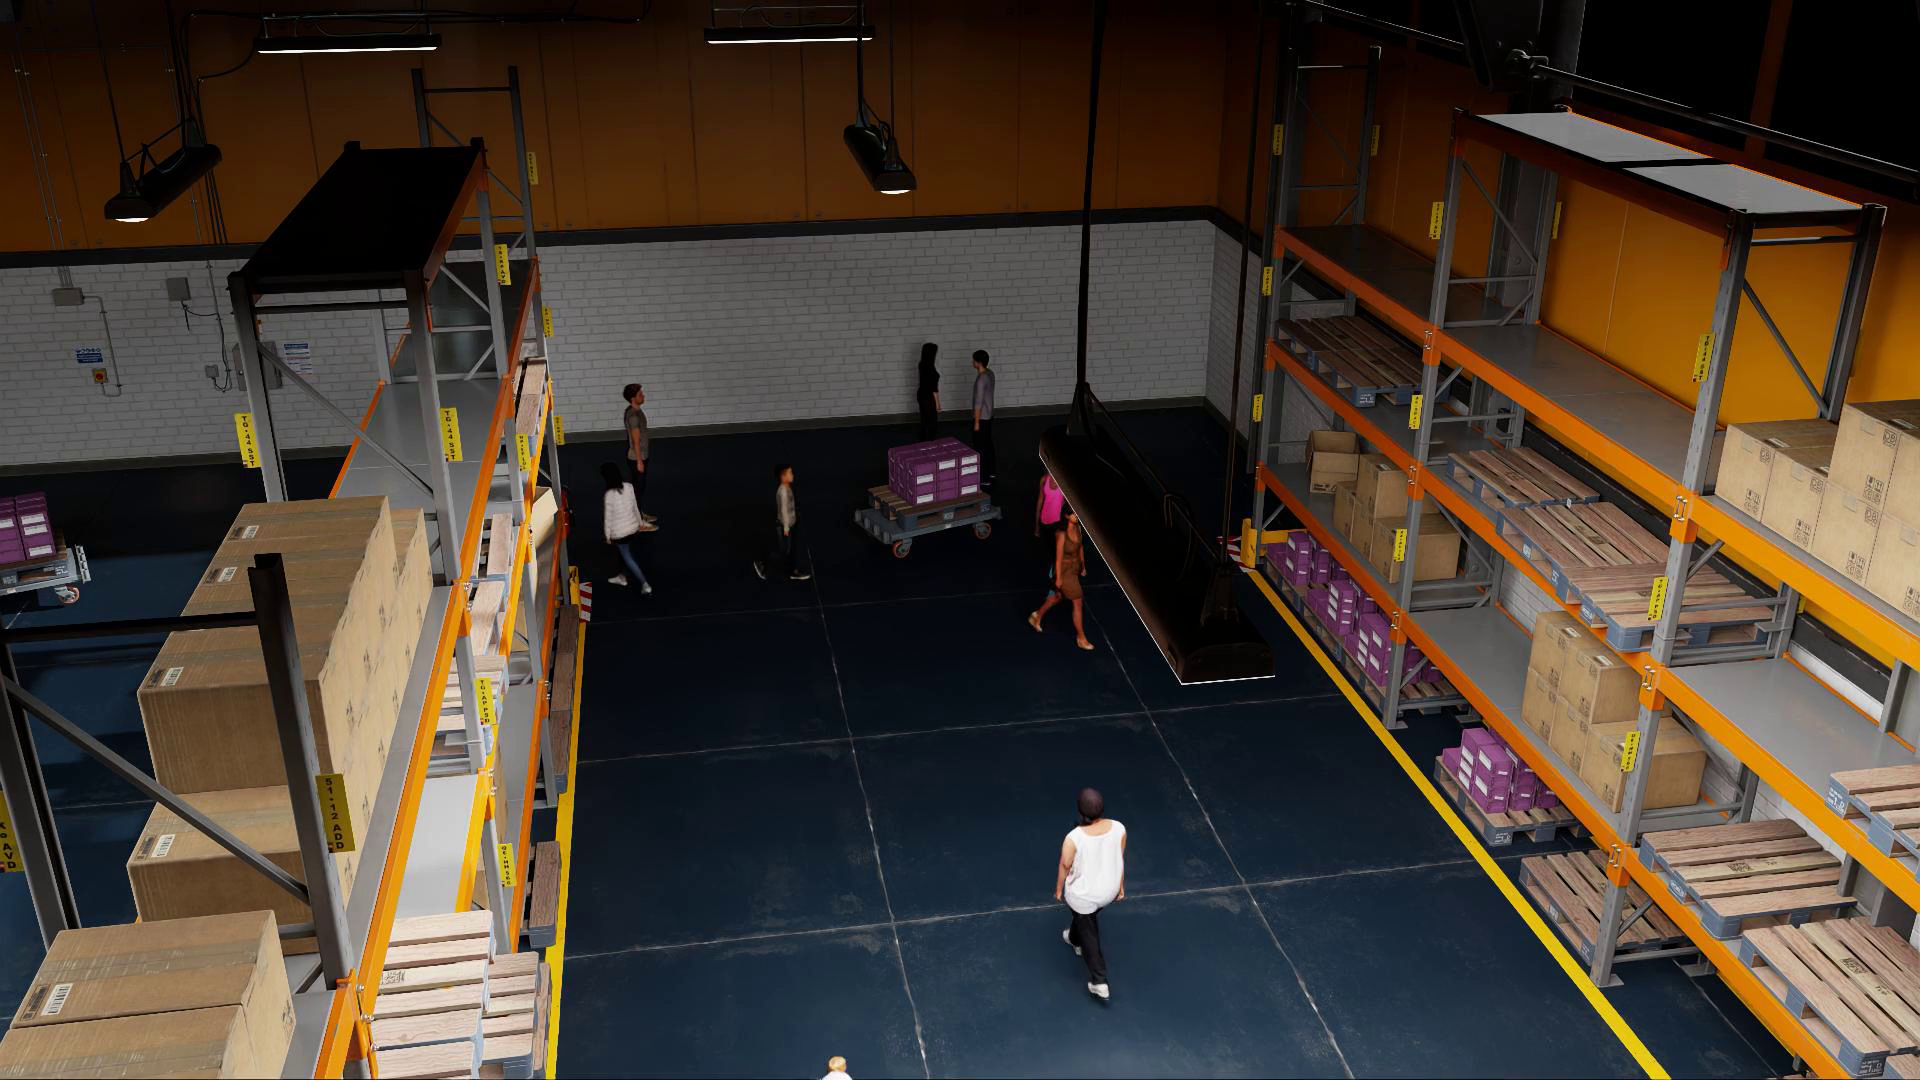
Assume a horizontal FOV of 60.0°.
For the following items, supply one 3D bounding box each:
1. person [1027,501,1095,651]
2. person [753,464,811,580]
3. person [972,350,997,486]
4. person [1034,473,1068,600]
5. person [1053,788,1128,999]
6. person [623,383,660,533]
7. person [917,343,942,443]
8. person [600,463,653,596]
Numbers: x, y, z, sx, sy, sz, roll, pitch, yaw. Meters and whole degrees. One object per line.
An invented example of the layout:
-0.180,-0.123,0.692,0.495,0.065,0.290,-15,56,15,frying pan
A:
1.081,0.357,17.809,1.061,1.654,1.049,13,27,27,person
-2.092,-0.188,19.310,0.711,1.450,0.853,0,24,0,person
0.314,-1.649,22.167,0.781,1.838,0.630,7,25,15,person
1.082,-0.223,19.103,0.884,1.679,1.189,6,24,13,person
1.000,2.663,12.541,0.846,1.648,1.180,-10,26,-22,person
-4.018,-1.051,20.727,0.690,1.896,0.486,-4,24,-8,person
-0.450,-1.961,23.132,0.713,1.638,0.577,-18,29,-35,person
-3.786,-0.092,18.906,1.110,1.597,1.059,16,28,33,person
